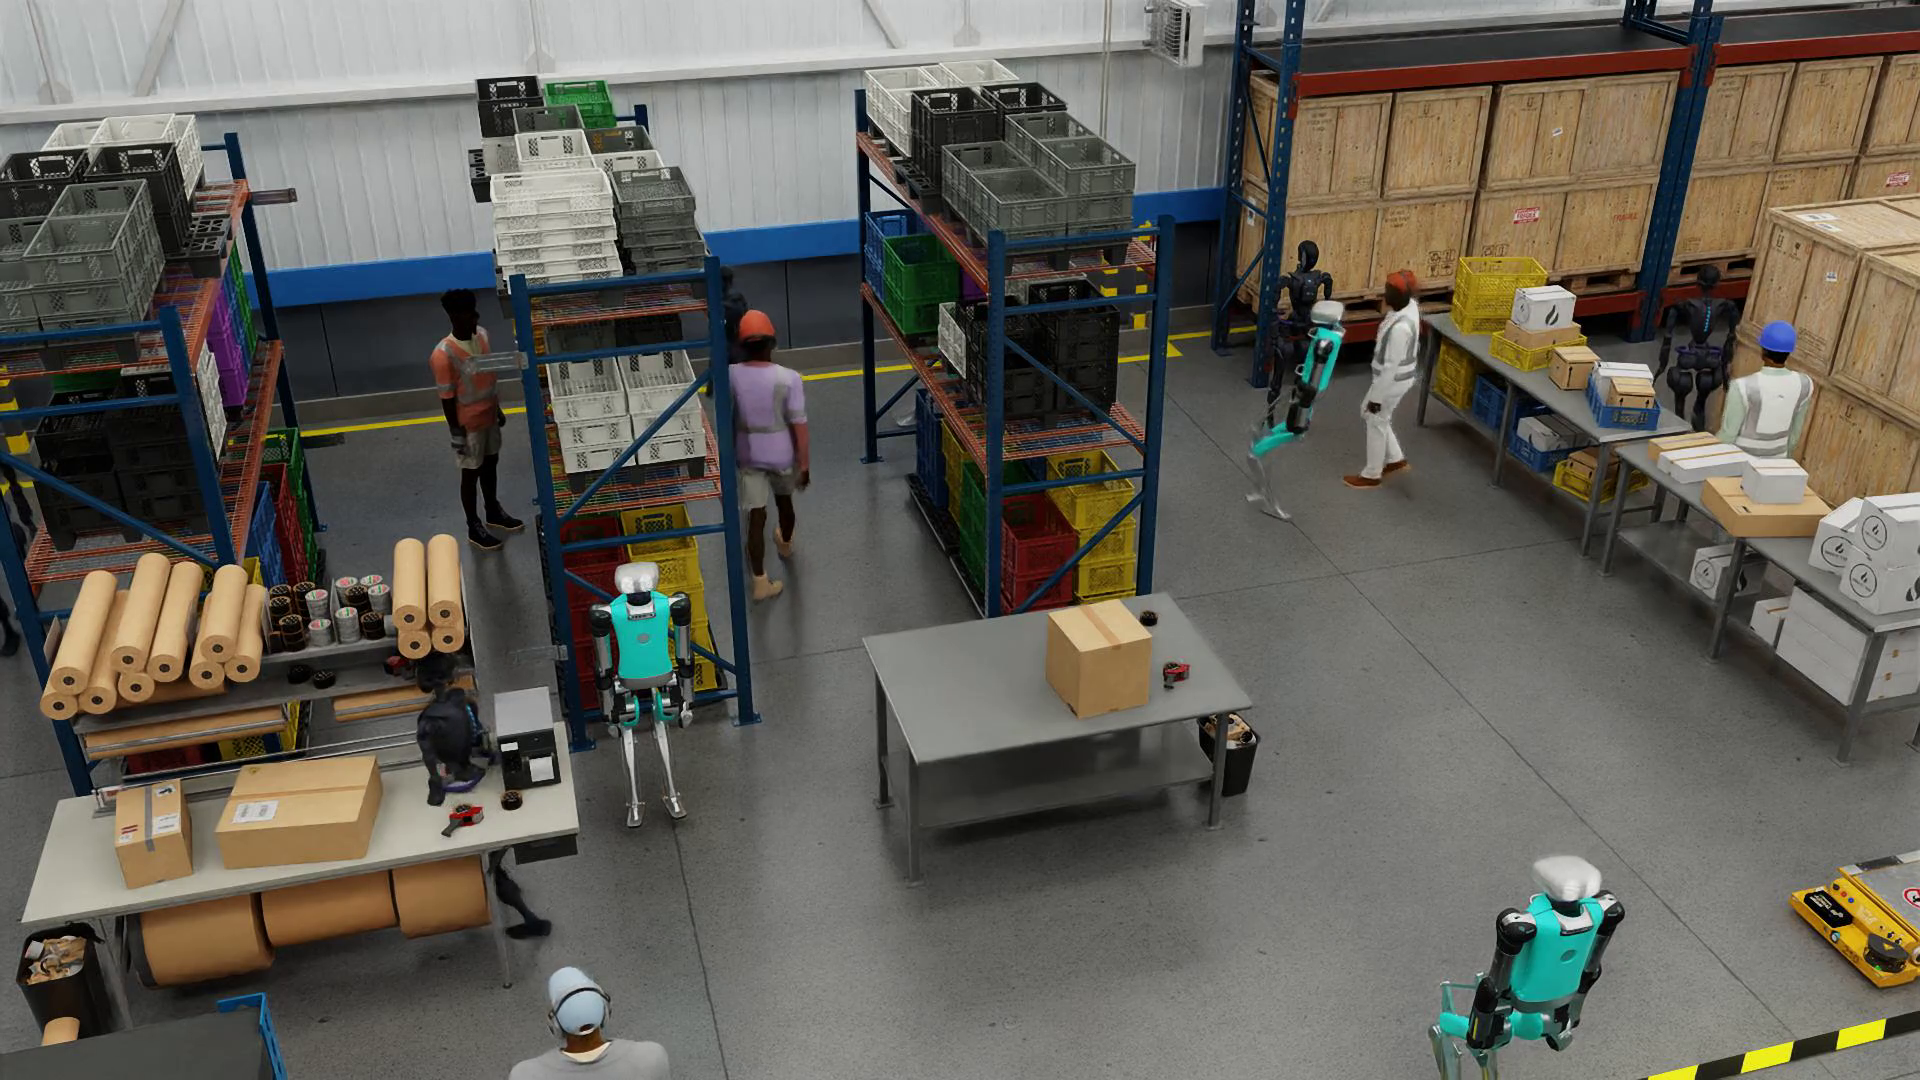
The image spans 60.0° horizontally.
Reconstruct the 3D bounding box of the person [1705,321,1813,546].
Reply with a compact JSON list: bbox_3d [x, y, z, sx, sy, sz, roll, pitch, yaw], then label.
[{"bbox_3d":[5.462,-0.579,11.476,0.626,1.942,0.401,-5,29,-9],"label":"person"}]

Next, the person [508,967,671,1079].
[{"bbox_3d":[-1.335,2.345,6.251,0.594,1.852,0.367,-7,30,-13],"label":"person"}]

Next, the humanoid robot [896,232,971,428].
[{"bbox_3d":[-0.047,-1.765,13.905,1.033,1.764,0.538,-14,32,-23],"label":"humanoid robot"}]

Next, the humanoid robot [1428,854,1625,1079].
[{"bbox_3d":[2.298,1.893,7.048,0.533,1.681,0.735,-8,30,-14],"label":"humanoid robot"}]

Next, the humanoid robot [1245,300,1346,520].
[{"bbox_3d":[2.384,-0.937,12.372,0.813,1.810,0.563,8,30,15],"label":"humanoid robot"}]

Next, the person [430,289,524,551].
[{"bbox_3d":[-3.497,-0.887,12.014,0.361,1.964,0.612,9,30,15],"label":"person"}]

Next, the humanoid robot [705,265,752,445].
[{"bbox_3d":[-1.823,-1.392,13.265,0.647,1.641,0.593,12,31,21],"label":"humanoid robot"}]

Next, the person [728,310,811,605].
[{"bbox_3d":[-1.331,-0.589,11.460,0.617,1.989,0.984,2,29,4],"label":"person"}]

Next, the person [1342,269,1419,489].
[{"bbox_3d":[3.259,-1.212,12.708,0.482,1.865,0.634,8,30,14],"label":"person"}]

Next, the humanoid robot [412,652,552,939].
[{"bbox_3d":[-2.524,1.297,8.402,0.824,1.615,0.608,5,29,9],"label":"humanoid robot"}]

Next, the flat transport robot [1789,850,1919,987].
[{"bbox_3d":[5.163,1.916,8.676,1.431,0.231,0.659,-8,30,-14],"label":"flat transport robot"}]

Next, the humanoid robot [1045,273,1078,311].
[{"bbox_3d":[0.708,-1.770,14.010,0.599,1.636,0.778,-15,32,-25],"label":"humanoid robot"}]

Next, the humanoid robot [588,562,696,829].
[{"bbox_3d":[-1.729,0.770,9.097,0.533,1.677,0.735,-8,30,-14],"label":"humanoid robot"}]

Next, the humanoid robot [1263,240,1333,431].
[{"bbox_3d":[2.792,-1.675,13.733,0.599,1.656,0.315,-8,30,-14],"label":"humanoid robot"}]

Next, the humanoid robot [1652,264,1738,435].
[{"bbox_3d":[5.834,-1.366,13.193,0.592,1.644,0.441,3,29,5],"label":"humanoid robot"}]

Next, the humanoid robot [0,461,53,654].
[{"bbox_3d":[-6.295,-0.041,10.771,0.444,1.638,0.599,18,33,29],"label":"humanoid robot"}]
